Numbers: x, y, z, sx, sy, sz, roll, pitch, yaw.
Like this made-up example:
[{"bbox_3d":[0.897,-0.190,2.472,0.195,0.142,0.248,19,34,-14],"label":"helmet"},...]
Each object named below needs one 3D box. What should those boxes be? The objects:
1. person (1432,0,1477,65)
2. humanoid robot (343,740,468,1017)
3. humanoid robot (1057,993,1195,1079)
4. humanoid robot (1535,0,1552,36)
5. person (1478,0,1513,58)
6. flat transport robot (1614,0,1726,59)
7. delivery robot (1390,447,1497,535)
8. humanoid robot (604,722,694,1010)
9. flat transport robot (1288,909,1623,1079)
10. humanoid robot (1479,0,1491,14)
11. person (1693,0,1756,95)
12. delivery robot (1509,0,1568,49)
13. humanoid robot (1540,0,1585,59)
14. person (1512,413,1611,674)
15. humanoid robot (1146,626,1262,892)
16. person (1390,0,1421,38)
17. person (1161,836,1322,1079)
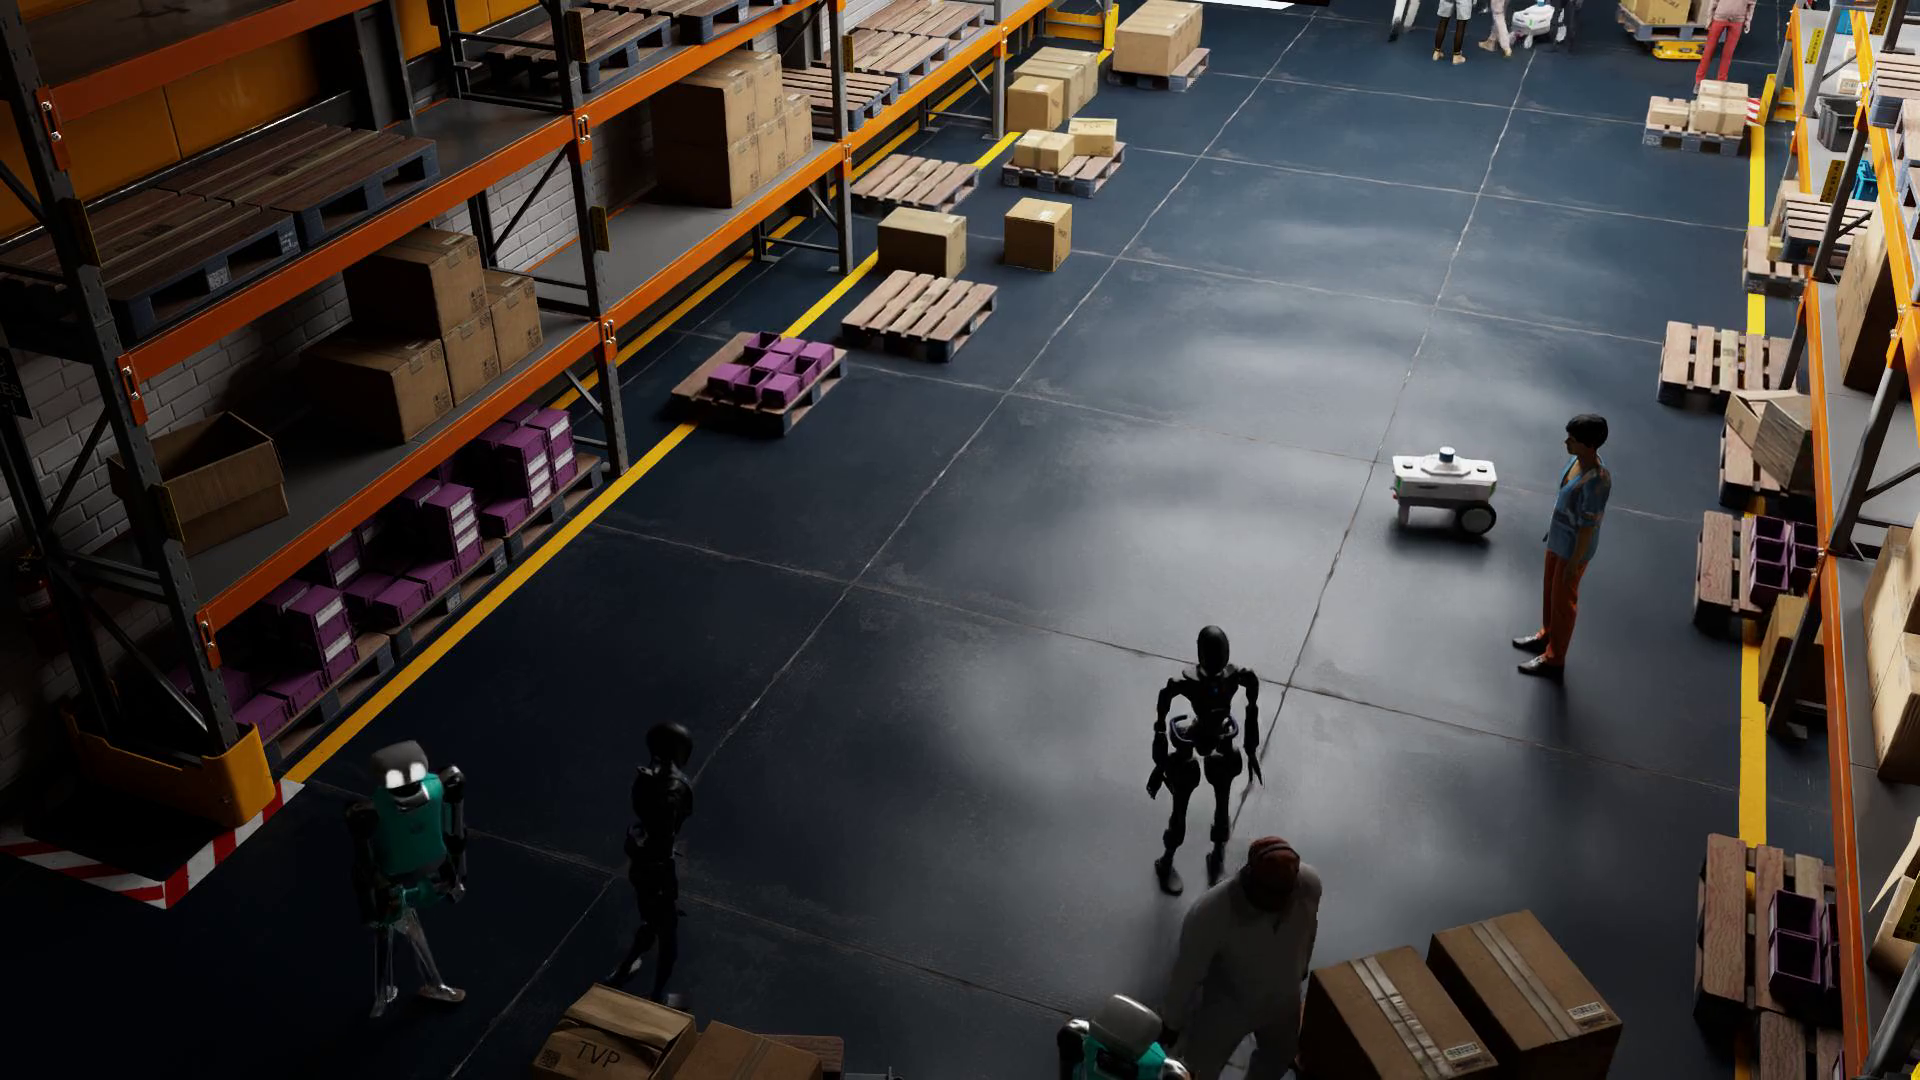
[{"bbox_3d":[6.257,-6.839,20.868,0.535,1.692,0.320,24,40,32],"label":"person"},{"bbox_3d":[-2.645,1.566,7.822,0.594,1.782,0.817,-23,39,-31],"label":"humanoid robot"},{"bbox_3d":[0.485,2.549,6.269,0.530,1.745,0.748,17,37,25],"label":"humanoid robot"},{"bbox_3d":[7.784,-7.537,22.009,0.602,1.638,0.785,17,37,25],"label":"humanoid robot"},{"bbox_3d":[6.941,-7.002,21.078,0.469,1.733,0.755,-11,34,-16],"label":"person"},{"bbox_3d":[9.280,-6.581,21.777,0.659,0.231,1.431,1,33,1],"label":"flat transport robot"},{"bbox_3d":[3.481,-0.377,11.923,0.779,0.608,0.507,3,33,5],"label":"delivery robot"},{"bbox_3d":[-1.474,1.581,7.880,0.566,1.618,0.611,-9,34,-13],"label":"humanoid robot"},{"bbox_3d":[2.125,2.594,7.577,0.659,0.231,1.431,-10,34,-15],"label":"flat transport robot"},{"bbox_3d":[7.144,-7.978,22.662,0.821,1.857,0.558,-27,42,-35],"label":"humanoid robot"},{"bbox_3d":[9.136,-6.169,19.764,0.523,1.764,0.320,6,33,9],"label":"person"},{"bbox_3d":[7.578,-6.790,21.830,0.781,0.587,0.499,-20,38,-28],"label":"delivery robot"},{"bbox_3d":[7.740,-6.979,21.089,0.319,1.651,0.589,-13,35,-19],"label":"humanoid robot"},{"bbox_3d":[3.715,0.024,10.184,0.332,1.759,0.498,2,33,3],"label":"person"},{"bbox_3d":[1.268,1.110,8.569,0.611,1.644,0.307,-6,33,-9],"label":"humanoid robot"},{"bbox_3d":[5.959,-7.502,21.725,0.542,1.875,0.727,15,36,22],"label":"person"},{"bbox_3d":[1.164,1.923,7.156,0.823,1.869,0.580,-18,37,-25],"label":"person"}]
